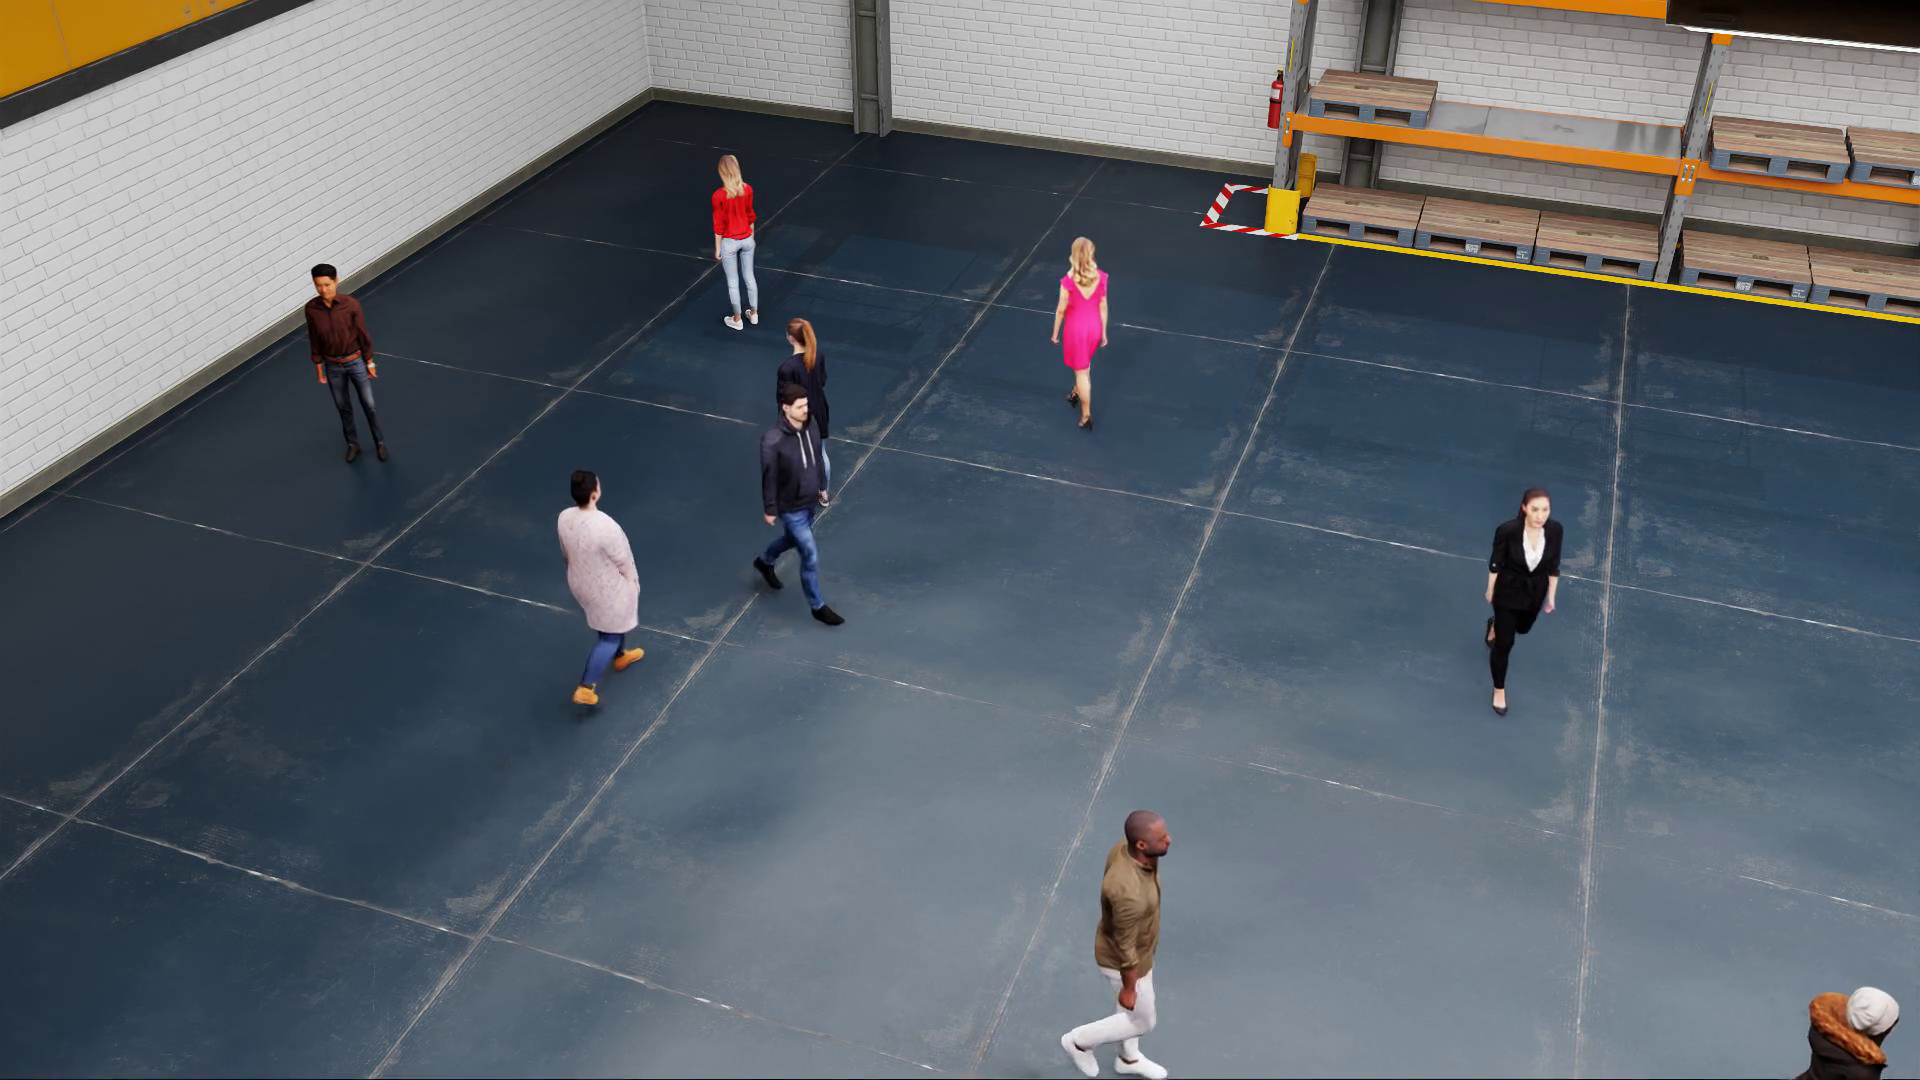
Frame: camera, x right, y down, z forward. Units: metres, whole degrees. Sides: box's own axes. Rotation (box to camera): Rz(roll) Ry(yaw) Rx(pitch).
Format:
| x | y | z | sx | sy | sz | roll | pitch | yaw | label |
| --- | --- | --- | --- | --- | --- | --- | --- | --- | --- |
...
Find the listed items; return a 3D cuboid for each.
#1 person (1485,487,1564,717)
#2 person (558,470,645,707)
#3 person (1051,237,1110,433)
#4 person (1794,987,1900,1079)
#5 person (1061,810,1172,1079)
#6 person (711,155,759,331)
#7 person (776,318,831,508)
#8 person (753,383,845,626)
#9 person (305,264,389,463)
| x | y | z | sx | sy | sz | roll | pitch | yaw | label |
| --- | --- | --- | --- | --- | --- | --- | --- | --- | --- |
| 3.723 | 0.322 | 11.127 | 1.060 | 1.632 | 0.935 | -2 | 34 | -4 | person |
| -2.431 | 0.335 | 11.028 | 1.058 | 1.720 | 0.945 | 22 | 39 | 29 | person |
| 1.075 | -1.704 | 14.107 | 0.876 | 1.706 | 0.919 | -12 | 35 | -17 | person |
| 3.901 | 2.639 | 7.657 | 0.971 | 1.614 | 0.776 | 3 | 34 | 4 | person |
| 0.780 | 2.063 | 8.342 | 0.835 | 1.815 | 0.789 | 7 | 34 | 11 | person |
| -2.131 | -2.826 | 15.798 | 0.690 | 1.703 | 0.686 | -24 | 40 | -31 | person |
| -1.208 | -0.969 | 13.016 | 0.714 | 1.691 | 0.712 | -28 | 43 | -35 | person |
| -1.232 | -0.306 | 11.870 | 1.262 | 1.856 | 0.926 | 23 | 40 | 30 | person |
| -5.050 | -1.458 | 13.676 | 0.622 | 1.775 | 0.769 | -4 | 34 | -6 | person |
